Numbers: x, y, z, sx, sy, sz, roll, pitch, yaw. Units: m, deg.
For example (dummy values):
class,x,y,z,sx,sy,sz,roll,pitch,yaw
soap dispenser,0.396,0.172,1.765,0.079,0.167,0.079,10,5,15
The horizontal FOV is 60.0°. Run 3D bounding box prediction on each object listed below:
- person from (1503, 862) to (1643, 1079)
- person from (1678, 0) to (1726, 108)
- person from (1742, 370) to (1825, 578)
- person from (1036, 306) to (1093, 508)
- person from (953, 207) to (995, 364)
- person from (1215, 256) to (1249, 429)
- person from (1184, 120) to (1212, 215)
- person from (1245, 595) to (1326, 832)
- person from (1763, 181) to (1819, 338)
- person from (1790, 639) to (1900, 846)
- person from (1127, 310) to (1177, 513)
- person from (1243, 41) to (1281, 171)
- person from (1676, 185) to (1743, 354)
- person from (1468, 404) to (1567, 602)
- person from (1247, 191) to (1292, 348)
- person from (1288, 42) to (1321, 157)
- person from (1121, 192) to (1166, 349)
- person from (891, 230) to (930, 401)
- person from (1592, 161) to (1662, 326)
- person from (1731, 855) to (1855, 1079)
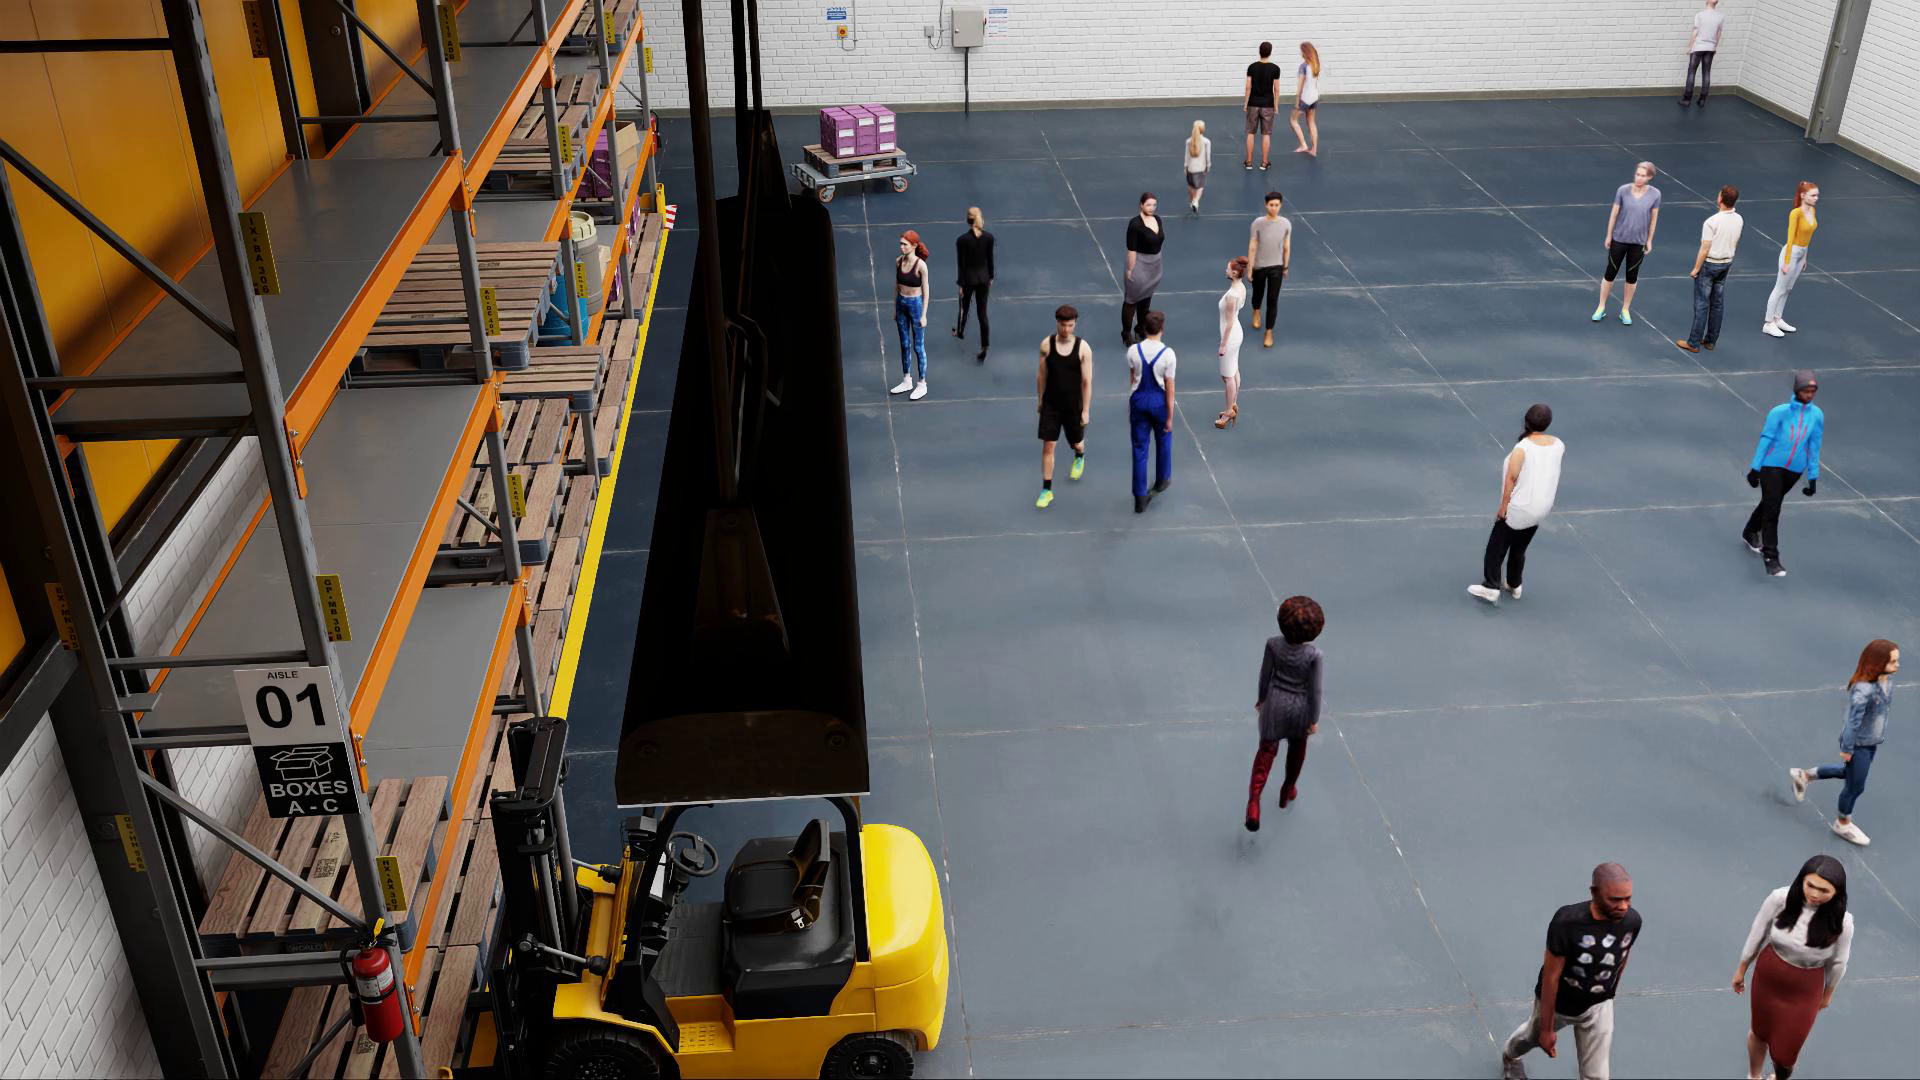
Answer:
class,x,y,z,sx,sy,sz,roll,pitch,yaw
person,3.133,2.352,8.631,0.654,1.751,1.223,-2,29,-4
person,12.487,-8.239,27.965,0.664,1.830,0.568,-1,29,-2
person,6.921,-0.618,14.088,0.687,1.739,1.142,0,29,-1
person,0.971,-1.274,15.159,0.961,1.865,1.237,8,30,14
person,0.196,-2.726,18.032,0.838,1.664,1.108,-11,30,-19
person,2.694,-1.968,16.508,0.700,1.793,0.562,10,30,18
person,3.248,-5.102,22.808,0.707,1.260,0.890,9,30,16
person,2.105,1.163,10.877,0.946,1.687,1.106,15,32,25
person,9.399,-3.185,18.782,0.679,1.751,0.714,-20,34,-32
person,5.831,1.279,10.898,0.834,1.464,0.942,-22,35,-34
person,1.664,-1.123,14.923,0.843,1.827,1.043,8,30,15
person,4.448,-6.435,24.625,0.738,1.861,0.700,7,29,12
person,8.305,-2.986,18.310,0.723,1.854,0.654,-10,30,-17
person,4.578,-0.278,13.549,0.881,1.660,0.785,-20,34,-32
person,3.451,-3.096,18.682,0.796,1.691,1.170,4,29,8
person,5.305,-6.634,25.162,0.845,1.697,0.878,-21,35,-33
person,2.017,-3.007,18.449,0.779,1.756,0.817,-24,36,-36
person,-0.507,-2.330,17.179,0.678,1.785,0.735,21,35,33
person,7.673,-3.423,19.081,0.749,1.882,0.740,10,30,18
person,4.348,2.310,8.719,0.716,1.741,0.785,25,37,38
